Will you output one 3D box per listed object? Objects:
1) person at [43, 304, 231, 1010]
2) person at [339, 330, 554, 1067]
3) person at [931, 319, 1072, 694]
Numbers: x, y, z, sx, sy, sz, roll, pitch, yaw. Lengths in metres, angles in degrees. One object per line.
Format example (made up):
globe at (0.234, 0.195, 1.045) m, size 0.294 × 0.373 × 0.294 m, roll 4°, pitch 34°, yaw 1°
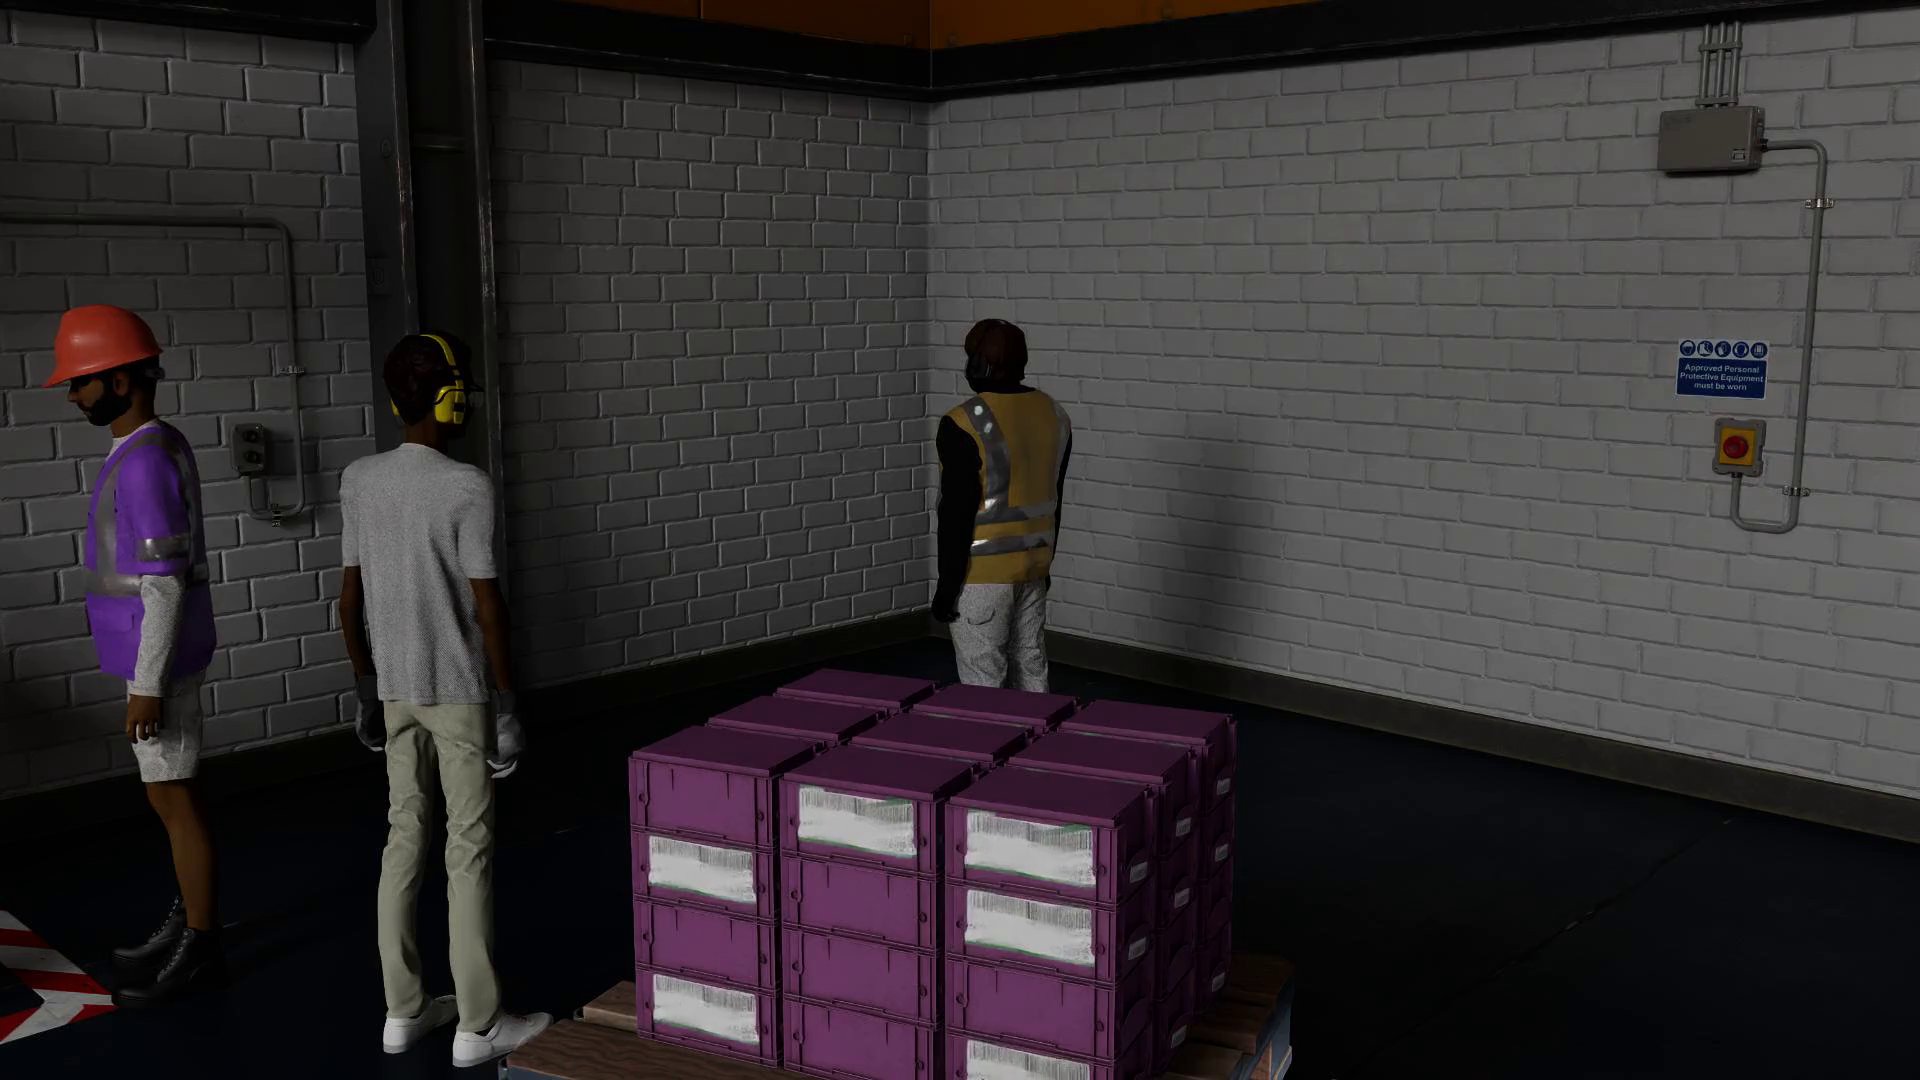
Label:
person at (-2.254, 0.321, 4.593) m, size 0.372 × 1.928 × 0.543 m, roll -4°, pitch 10°, yaw -25°
person at (-1.332, 0.406, 4.252) m, size 0.534 × 1.868 × 0.310 m, roll 4°, pitch 10°, yaw 24°
person at (0.123, 0.116, 6.115) m, size 0.428 × 1.844 × 0.626 m, roll 8°, pitch 12°, yaw 42°
